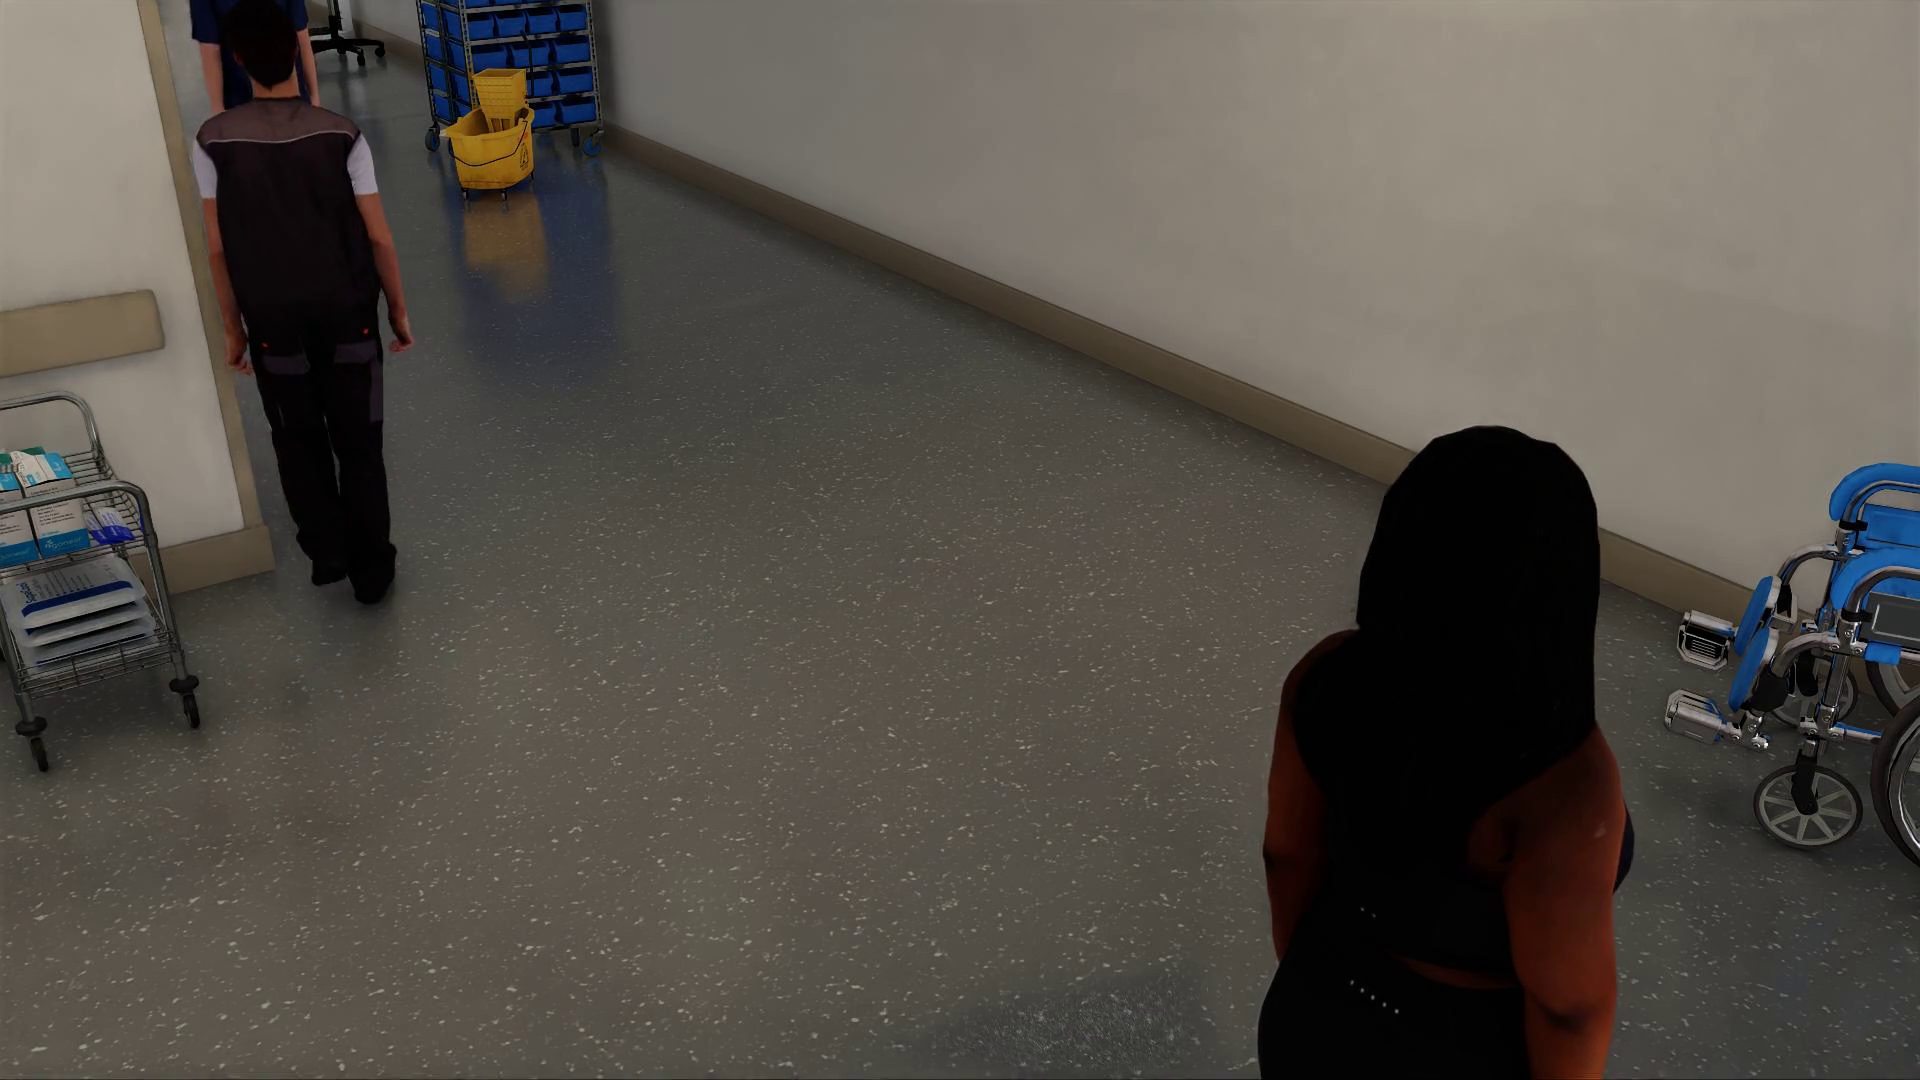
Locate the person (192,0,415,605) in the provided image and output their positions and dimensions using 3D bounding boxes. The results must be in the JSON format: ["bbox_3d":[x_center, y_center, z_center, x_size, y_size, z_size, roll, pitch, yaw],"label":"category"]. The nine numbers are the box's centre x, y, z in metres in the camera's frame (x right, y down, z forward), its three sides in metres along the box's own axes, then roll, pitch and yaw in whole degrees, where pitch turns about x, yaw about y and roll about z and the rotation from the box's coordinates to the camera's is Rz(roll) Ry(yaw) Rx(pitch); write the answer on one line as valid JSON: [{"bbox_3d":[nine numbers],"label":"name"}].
[{"bbox_3d":[-1.918,-0.618,4.904,0.733,1.836,0.848,-6,26,-13],"label":"person"}]

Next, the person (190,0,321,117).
[{"bbox_3d":[-3.298,-2.057,7.890,0.985,1.835,0.827,-12,28,-24],"label":"person"}]

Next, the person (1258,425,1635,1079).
[{"bbox_3d":[0.600,0.693,2.212,0.588,1.813,0.648,-17,31,-32],"label":"person"}]
